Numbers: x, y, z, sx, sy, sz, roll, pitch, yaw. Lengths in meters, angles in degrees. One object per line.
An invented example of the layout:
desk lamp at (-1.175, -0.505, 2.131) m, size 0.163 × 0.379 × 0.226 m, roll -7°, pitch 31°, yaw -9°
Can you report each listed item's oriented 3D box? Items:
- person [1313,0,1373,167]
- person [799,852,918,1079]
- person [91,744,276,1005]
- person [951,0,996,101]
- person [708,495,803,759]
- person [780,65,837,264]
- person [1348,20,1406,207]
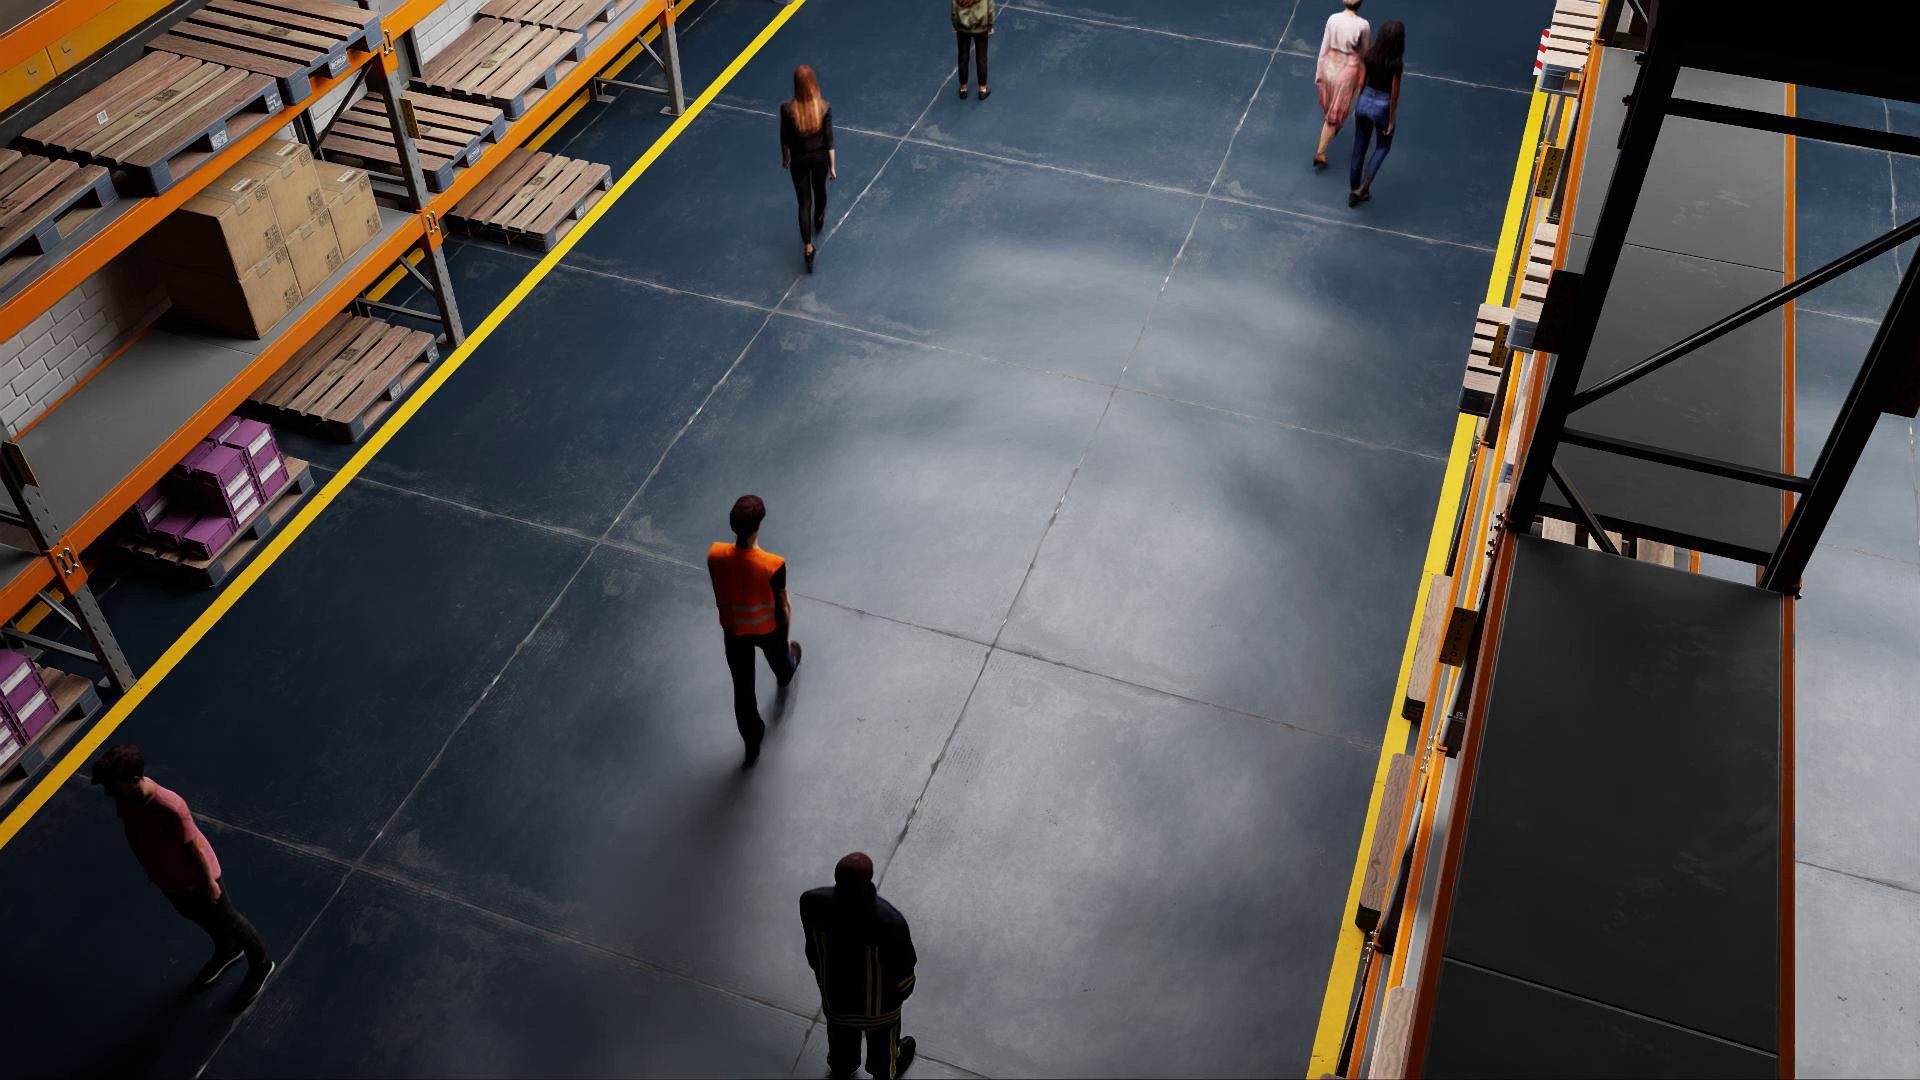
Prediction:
person at (3.461, -4.203, 15.229) m, size 0.761 × 1.646 × 1.129 m, roll 24°, pitch 49°, yaw 23°
person at (-0.506, 2.169, 8.413) m, size 0.727 × 1.821 × 0.634 m, roll 14°, pitch 45°, yaw 14°
person at (-4.079, 1.727, 8.777) m, size 0.628 × 1.958 × 0.552 m, roll 16°, pitch 46°, yaw 16°
person at (0.121, -4.999, 16.187) m, size 0.621 × 1.475 × 0.573 m, roll 6°, pitch 44°, yaw 6°
person at (-1.285, 0.576, 10.065) m, size 0.851 × 1.849 × 1.191 m, roll 5°, pitch 44°, yaw 6°
person at (-1.292, -3.158, 14.112) m, size 0.922 × 1.672 × 1.214 m, roll -2°, pitch 44°, yaw -2°
person at (3.617, -3.704, 14.645) m, size 0.658 × 1.728 × 0.736 m, roll 24°, pitch 49°, yaw 23°
